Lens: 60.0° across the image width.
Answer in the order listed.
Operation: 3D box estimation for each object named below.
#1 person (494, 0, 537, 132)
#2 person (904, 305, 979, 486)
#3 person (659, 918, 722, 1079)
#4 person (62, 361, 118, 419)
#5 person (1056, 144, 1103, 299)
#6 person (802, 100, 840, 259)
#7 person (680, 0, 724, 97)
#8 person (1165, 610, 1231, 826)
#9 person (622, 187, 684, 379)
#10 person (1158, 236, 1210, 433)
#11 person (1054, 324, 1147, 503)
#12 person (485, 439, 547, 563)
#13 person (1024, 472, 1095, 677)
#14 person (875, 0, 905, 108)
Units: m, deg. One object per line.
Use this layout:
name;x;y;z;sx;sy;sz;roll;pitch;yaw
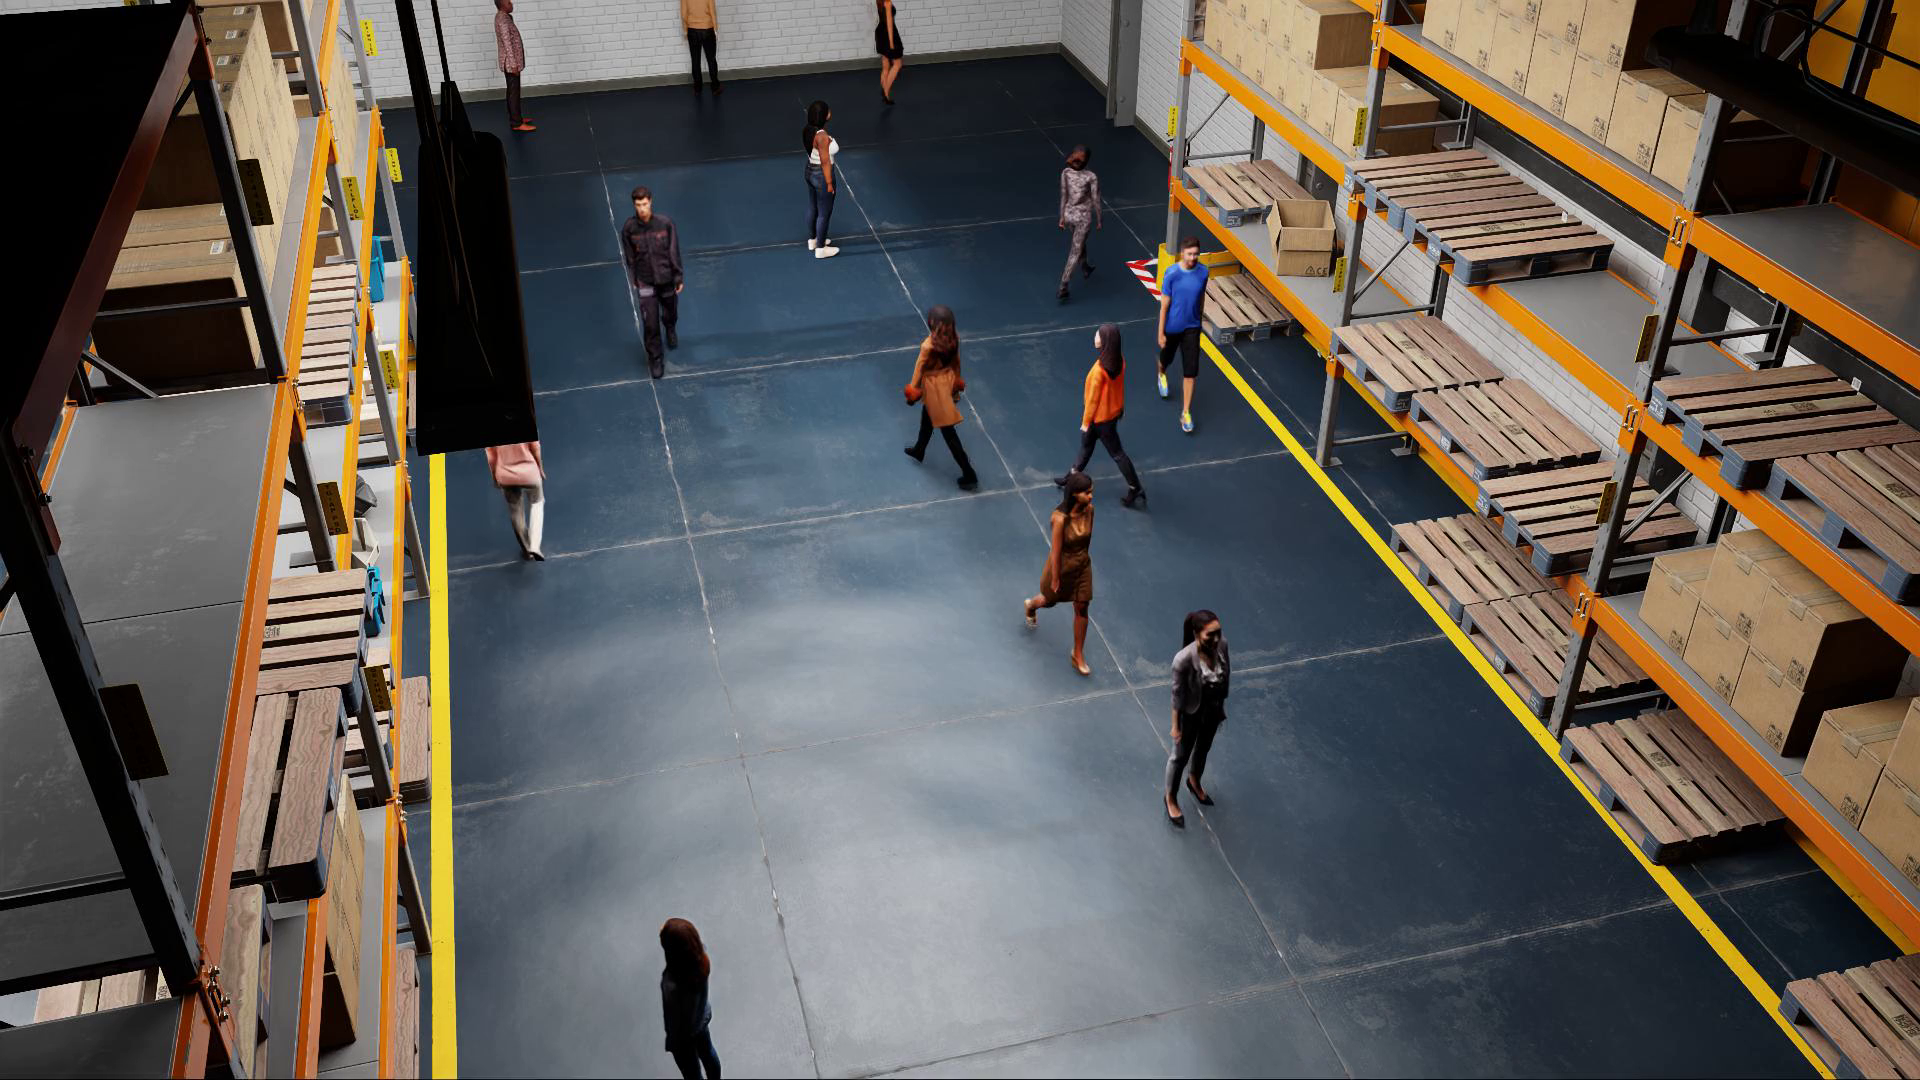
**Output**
person;-6.112;-6.496;22.584;0.761;1.808;0.533;-11;35;-16
person;-0.125;-1.243;14.800;1.270;1.678;1.113;26;41;33
person;-1.480;2.638;9.143;0.684;1.475;0.579;9;35;13
person;-7.038;-0.610;13.707;0.672;1.833;0.832;-13;36;-19
person;1.254;-3.431;18.103;1.115;1.665;1.170;18;38;25
person;-1.615;-4.137;19.036;0.739;1.808;0.598;-16;37;-22
person;-3.704;-7.245;23.760;0.719;1.754;0.691;0;34;1
person;1.588;1.163;11.180;0.704;1.677;0.704;-22;40;-30
person;-3.051;-2.669;16.736;0.742;1.909;1.196;-7;34;-10
person;2.080;-2.059;15.894;0.755;1.824;1.280;-4;34;-5
person;1.351;-1.048;14.482;1.114;1.704;1.124;13;36;19
person;-3.637;-0.514;13.669;0.619;1.716;0.773;-7;34;-10
person;0.760;0.207;12.640;0.831;1.654;1.134;-20;39;-27
person;-1.092;-6.949;23.248;0.728;1.828;0.588;-16;37;-22
